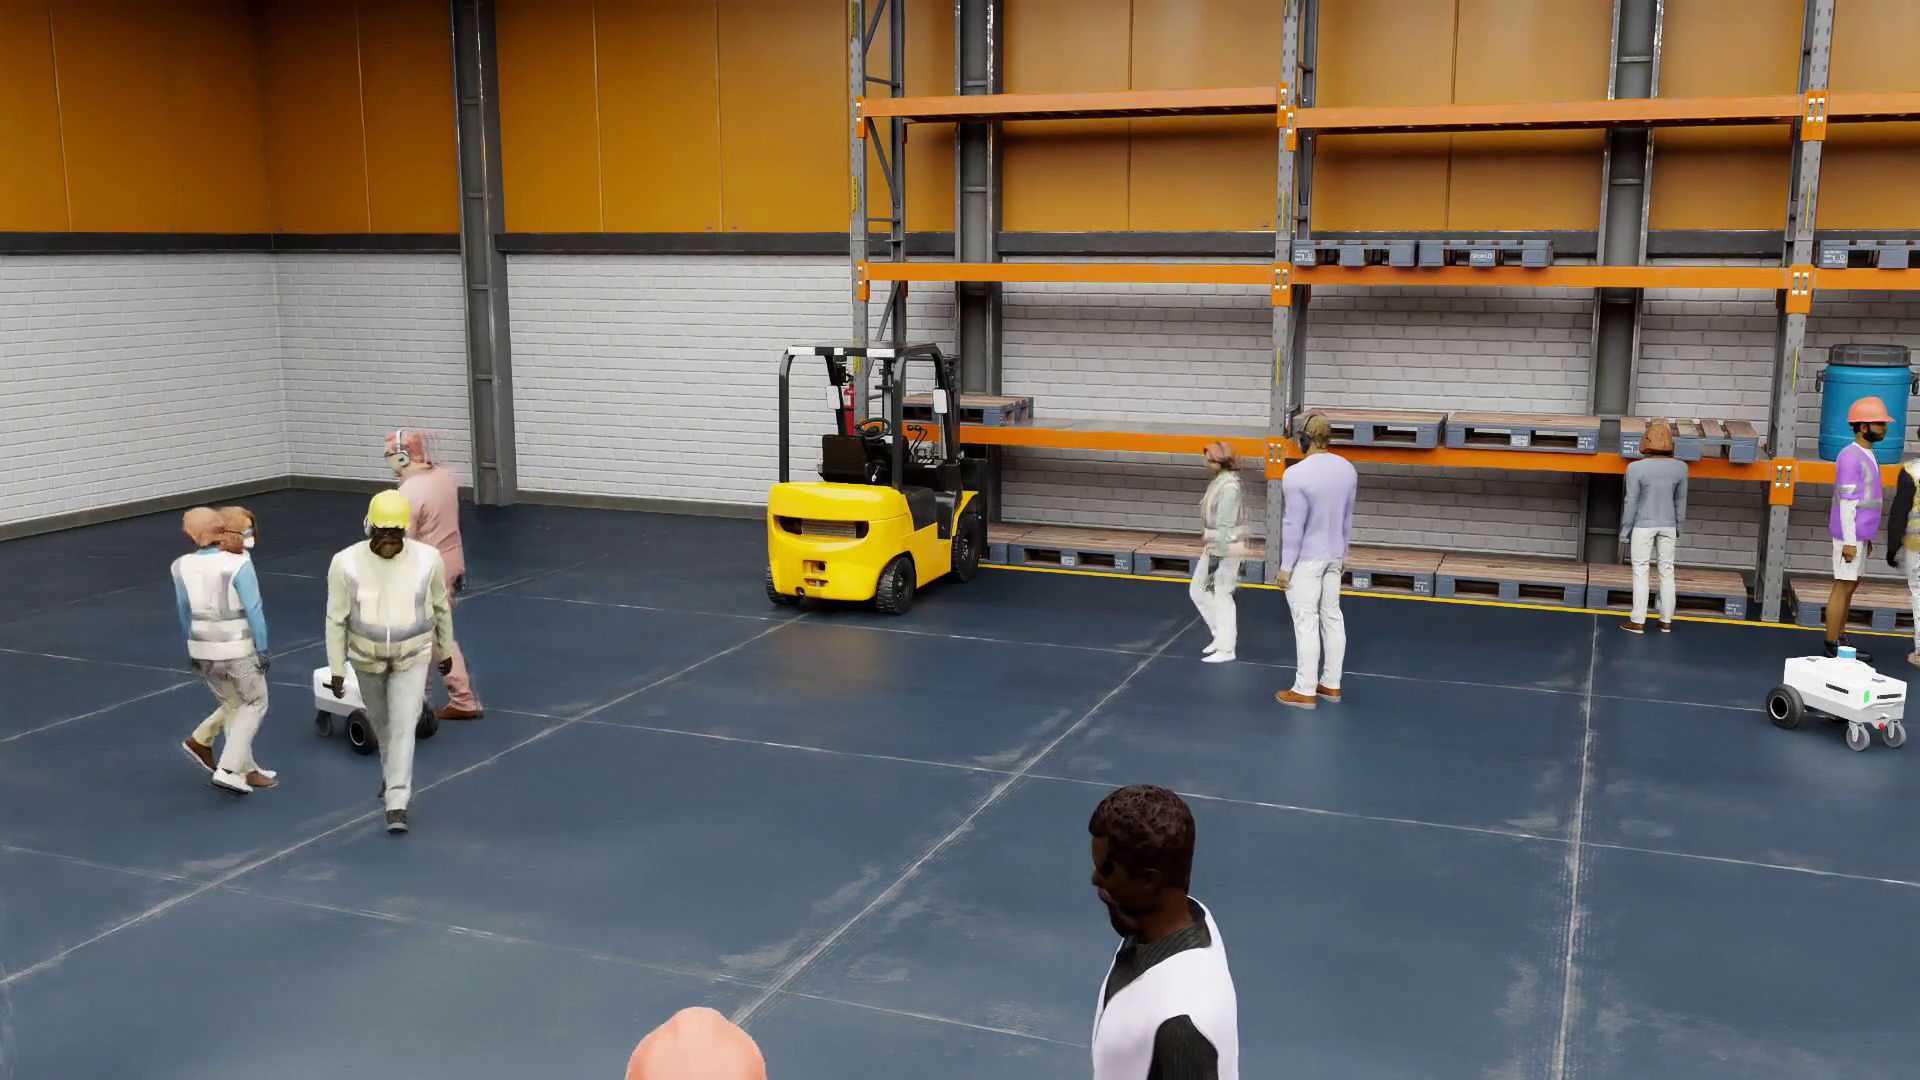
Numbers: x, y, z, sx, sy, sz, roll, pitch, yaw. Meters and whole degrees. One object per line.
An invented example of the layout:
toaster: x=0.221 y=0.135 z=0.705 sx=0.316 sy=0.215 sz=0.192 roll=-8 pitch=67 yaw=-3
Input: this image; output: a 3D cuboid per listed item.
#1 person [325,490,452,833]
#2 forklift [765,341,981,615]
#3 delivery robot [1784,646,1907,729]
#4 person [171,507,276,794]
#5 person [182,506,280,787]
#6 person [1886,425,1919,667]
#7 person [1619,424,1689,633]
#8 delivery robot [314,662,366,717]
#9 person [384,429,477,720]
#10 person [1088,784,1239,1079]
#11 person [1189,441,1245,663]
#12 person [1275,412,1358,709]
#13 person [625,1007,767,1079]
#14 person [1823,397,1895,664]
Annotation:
person: x=-2.993 y=0.601 z=8.747 sx=0.614 sy=1.769 sz=0.948 roll=-3 pitch=11 yaw=-14
forklift: x=-0.739 y=-0.602 z=14.246 sx=1.214 sy=2.155 sz=2.313 roll=4 pitch=11 yaw=21
delivery robot: x=5.419 y=0.898 z=10.197 sx=0.477 sy=0.478 sz=0.707 roll=-3 pitch=11 yaw=-16
person: x=-4.016 y=0.606 z=9.138 sx=0.539 sy=1.605 sz=0.442 roll=3 pitch=11 yaw=18
person: x=-4.078 y=0.598 z=9.179 sx=0.474 sy=1.609 sz=0.513 roll=0 pitch=10 yaw=-1
person: x=6.911 y=0.037 z=11.756 sx=0.657 sy=1.812 sz=0.430 roll=1 pitch=10 yaw=7
person: x=5.385 y=-0.086 z=12.934 sx=0.503 sy=1.632 sz=0.274 roll=-1 pitch=10 yaw=-4
delivery robot: x=-3.610 y=0.909 z=10.136 sx=0.707 sy=0.478 sz=0.477 roll=7 pitch=12 yaw=35
person: x=-3.471 y=0.233 z=10.492 sx=0.855 sy=1.866 sz=0.659 roll=1 pitch=10 yaw=6
person: x=0.441 y=1.449 z=3.607 sx=0.390 sy=1.913 sz=0.588 roll=0 pitch=10 yaw=2
person: x=1.858 y=0.093 z=11.982 sx=0.374 sy=1.621 sz=0.512 roll=-1 pitch=10 yaw=-7
person: x=2.317 y=0.133 z=10.861 sx=0.635 sy=1.937 sz=0.352 roll=-7 pitch=13 yaw=-36
person: x=-0.386 y=1.653 z=2.482 sx=0.551 sy=1.912 sz=0.823 roll=-3 pitch=11 yaw=-15
person: x=6.415 y=-0.054 z=11.895 sx=0.347 sy=1.943 sz=0.544 roll=8 pitch=13 yaw=38
